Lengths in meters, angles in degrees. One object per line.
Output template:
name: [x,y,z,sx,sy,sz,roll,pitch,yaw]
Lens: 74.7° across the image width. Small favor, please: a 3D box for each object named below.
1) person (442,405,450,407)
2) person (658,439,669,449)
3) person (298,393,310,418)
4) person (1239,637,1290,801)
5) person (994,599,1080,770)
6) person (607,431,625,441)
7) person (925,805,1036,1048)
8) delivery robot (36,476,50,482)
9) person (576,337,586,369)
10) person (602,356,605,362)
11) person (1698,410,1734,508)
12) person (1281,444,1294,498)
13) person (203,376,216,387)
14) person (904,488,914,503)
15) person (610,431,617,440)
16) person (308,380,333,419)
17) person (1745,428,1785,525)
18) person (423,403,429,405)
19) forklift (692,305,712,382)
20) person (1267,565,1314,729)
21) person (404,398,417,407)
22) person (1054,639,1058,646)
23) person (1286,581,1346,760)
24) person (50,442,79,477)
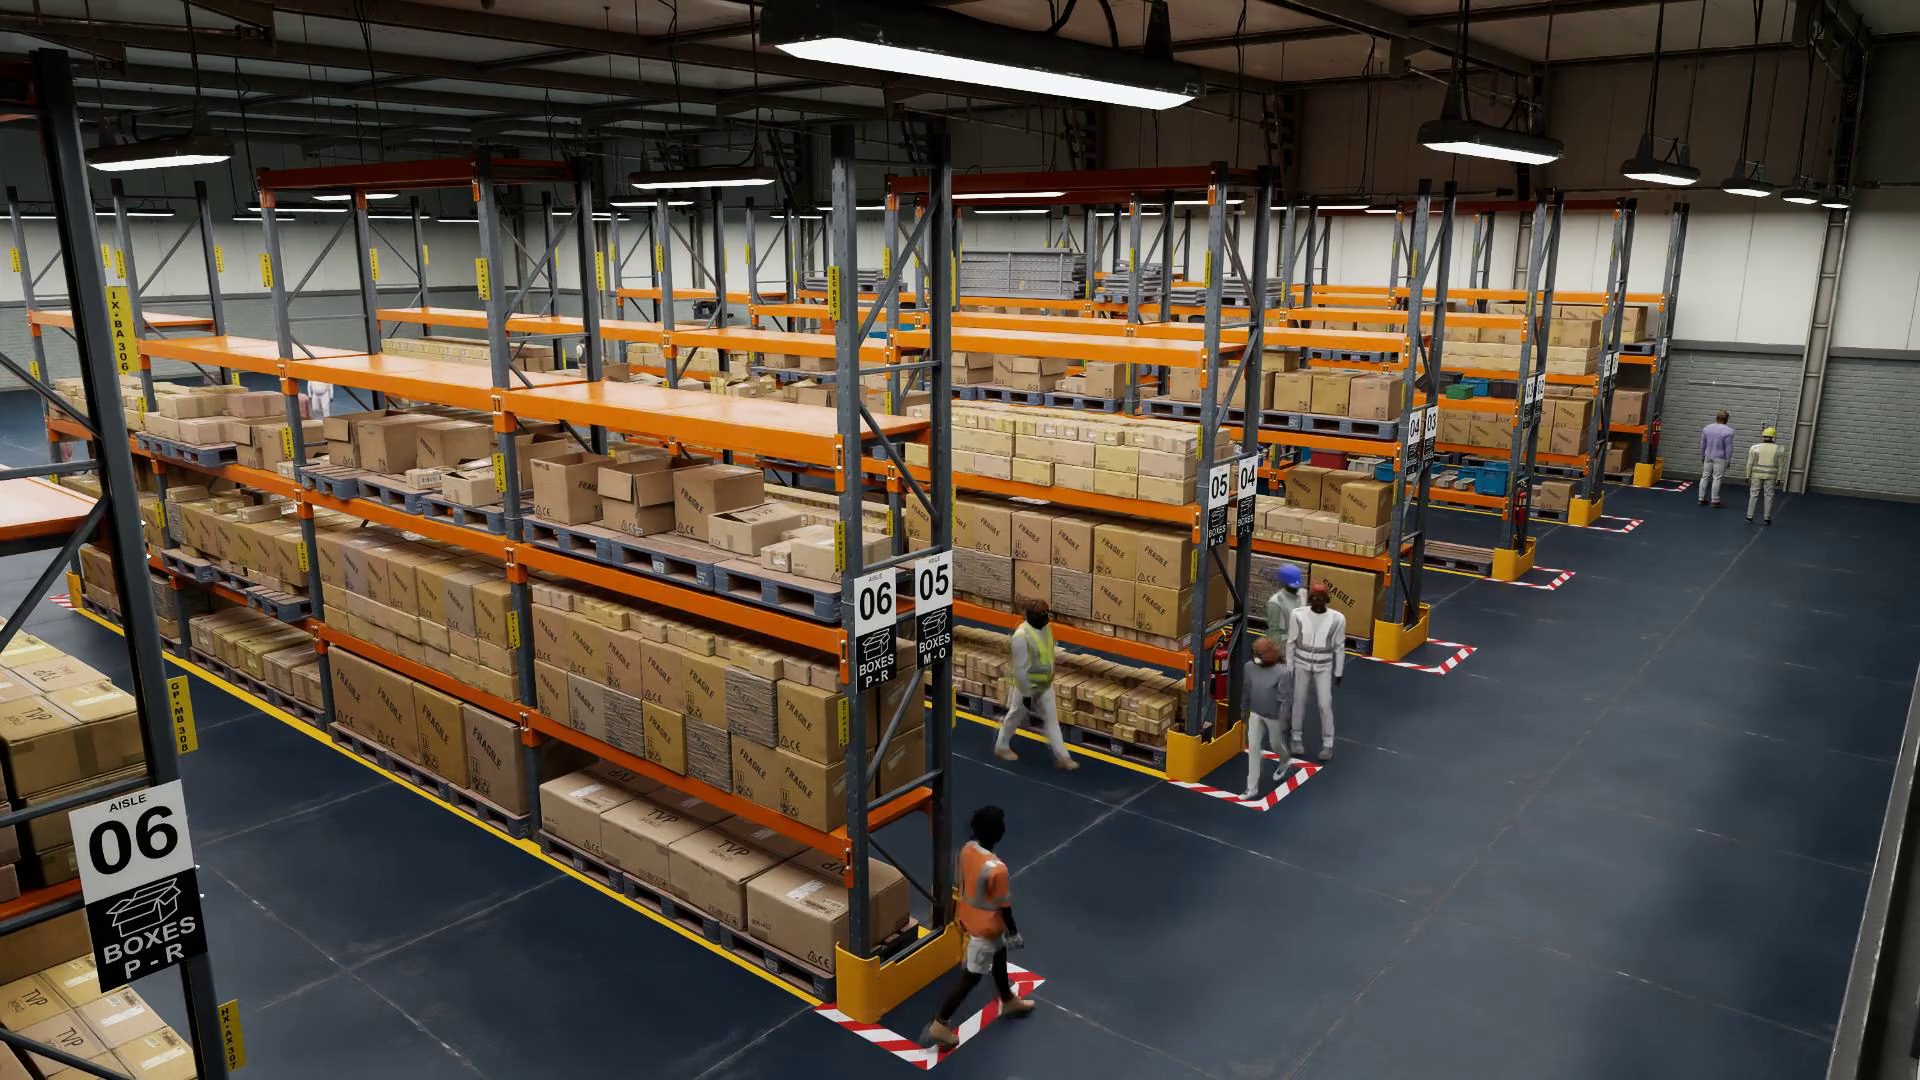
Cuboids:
person: [-10.696,-1.897,26.440,0.380,1.915,0.596,10,17,36]
person: [-5.148,-0.954,22.629,0.553,1.899,0.931,-11,18,-39]
person: [-16.138,-2.892,30.617,0.662,1.883,0.729,-12,18,-40]
person: [3.016,1.699,12.340,0.525,1.593,0.784,12,18,40]
person: [0.750,1.464,12.884,0.972,1.793,0.649,10,17,36]
person: [-8.934,-3.374,32.446,0.986,1.958,0.617,-6,15,-23]
person: [0.127,2.590,8.518,0.868,1.659,0.537,-5,14,-19]
delivery robot: [-19.049,-1.114,25.948,0.707,0.478,0.477,1,14,4]
person: [-13.458,-6.349,44.987,0.539,1.796,0.965,-9,16,-32]
person: [-11.788,-5.323,40.725,0.653,1.816,0.737,-8,16,-31]
person: [15.206,-1.641,25.338,0.356,1.938,0.633,-6,15,-25]
person: [6.687,-1.715,25.587,0.363,1.962,0.612,8,16,30]
person: [-19.094,-3.231,32.020,0.846,1.878,0.648,-8,16,-29]
person: [-0.563,0.279,17.264,0.645,2.017,0.793,-11,18,-39]
person: [-8.703,-3.082,31.961,0.834,1.595,0.560,10,17,36]
person: [-17.955,-4.054,35.357,0.677,1.890,0.430,-2,14,-9]
person: [15.203,-1.210,23.810,0.586,1.823,0.403,9,16,31]
person: [-16.324,-4.704,38.305,0.547,1.752,0.491,2,14,8]
forklift: [-9.511,-7.392,47.124,1.873,2.768,1.129,11,17,38]
person: [3.637,1.171,13.829,0.666,1.906,0.445,-10,17,-35]
person: [-15.193,-3.805,34.904,0.440,1.624,0.517,-8,16,-29]
person: [1.056,0.594,16.307,0.600,1.879,1.040,-12,18,-40]
person: [3.712,1.347,13.190,0.582,1.872,0.424,6,15,24]
person: [-18.035,-1.628,25.375,0.642,1.892,0.698,-9,16,-32]
